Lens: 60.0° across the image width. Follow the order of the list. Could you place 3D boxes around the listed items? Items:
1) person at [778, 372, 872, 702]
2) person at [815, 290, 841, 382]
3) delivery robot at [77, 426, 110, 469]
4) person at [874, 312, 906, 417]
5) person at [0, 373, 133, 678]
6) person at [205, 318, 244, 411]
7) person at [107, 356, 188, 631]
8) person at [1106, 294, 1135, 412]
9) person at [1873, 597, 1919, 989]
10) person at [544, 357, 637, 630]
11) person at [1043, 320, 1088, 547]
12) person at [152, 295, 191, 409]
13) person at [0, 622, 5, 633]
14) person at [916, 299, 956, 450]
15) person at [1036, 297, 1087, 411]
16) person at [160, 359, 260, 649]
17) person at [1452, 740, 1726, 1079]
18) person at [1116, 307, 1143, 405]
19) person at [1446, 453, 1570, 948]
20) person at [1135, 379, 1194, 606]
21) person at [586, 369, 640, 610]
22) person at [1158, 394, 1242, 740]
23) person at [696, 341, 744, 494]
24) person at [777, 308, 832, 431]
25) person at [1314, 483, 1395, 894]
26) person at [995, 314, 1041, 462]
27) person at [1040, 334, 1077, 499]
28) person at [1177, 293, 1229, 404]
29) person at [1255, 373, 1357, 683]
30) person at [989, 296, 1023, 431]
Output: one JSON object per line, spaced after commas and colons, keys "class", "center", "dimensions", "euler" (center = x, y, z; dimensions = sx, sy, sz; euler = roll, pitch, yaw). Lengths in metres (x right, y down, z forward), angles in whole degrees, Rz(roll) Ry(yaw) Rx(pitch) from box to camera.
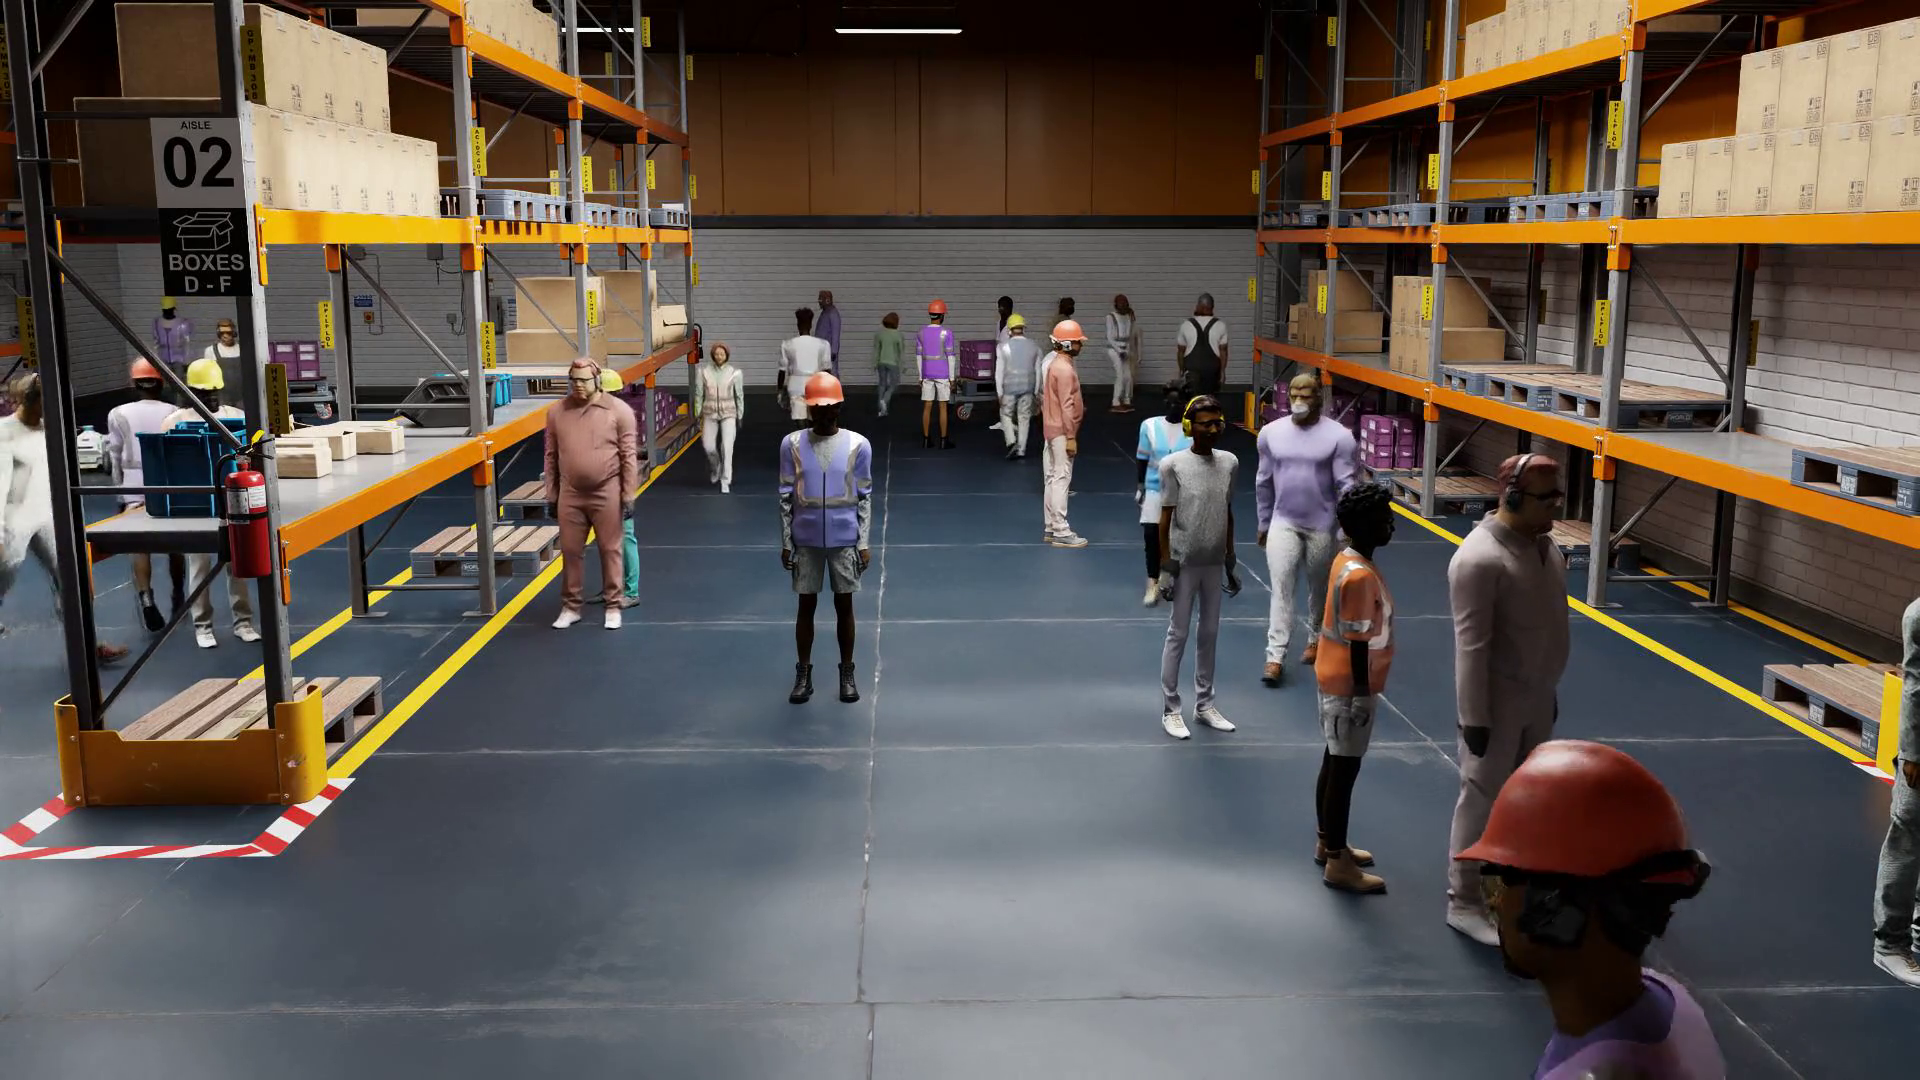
{"class": "person", "center": [-0.782, -0.010, 9.690], "dimensions": [0.544, 1.939, 0.355], "euler": [0, 10, -3]}
{"class": "person", "center": [-2.142, -3.065, 26.804], "dimensions": [0.403, 1.904, 0.652], "euler": [-4, 11, -20]}
{"class": "delivery robot", "center": [-10.061, -1.079, 19.236], "dimensions": [0.477, 0.478, 0.707], "euler": [-3, 11, -18]}
{"class": "person", "center": [-1.108, -2.676, 25.434], "dimensions": [0.559, 1.607, 0.481], "euler": [5, 11, 27]}
{"class": "person", "center": [-5.708, -0.086, 10.267], "dimensions": [0.988, 1.872, 0.722], "euler": [1, 10, 7]}
{"class": "person", "center": [-8.199, -1.591, 18.802], "dimensions": [0.529, 1.826, 0.441], "euler": [-7, 12, -33]}
{"class": "person", "center": [-5.588, -0.322, 11.546], "dimensions": [0.537, 1.903, 0.850], "euler": [-5, 11, -24]}
{"class": "person", "center": [2.565, -2.927, 26.167], "dimensions": [0.595, 1.858, 0.495], "euler": [-8, 13, -37]}
{"class": "person", "center": [3.595, 0.745, 6.025], "dimensions": [0.489, 1.744, 0.295], "euler": [-5, 11, -26]}
{"class": "person", "center": [-2.568, -0.320, 11.534], "dimensions": [0.656, 1.898, 0.403], "euler": [1, 10, 4]}
{"class": "person", "center": [0.925, -0.942, 14.716], "dimensions": [0.383, 1.996, 0.609], "euler": [-1, 10, -8]}
{"class": "person", "center": [-11.644, -2.672, 24.607], "dimensions": [0.587, 1.905, 0.477], "euler": [0, 10, -1]}
{"class": "person", "center": [-6.863, -0.342, 11.244], "dimensions": [0.605, 2.045, 0.386], "euler": [4, 11, 21]}
{"class": "person", "center": [-0.297, -2.136, 21.537], "dimensions": [0.548, 1.938, 0.358], "euler": [5, 11, 25]}
{"class": "person", "center": [1.600, -2.931, 26.303], "dimensions": [0.771, 1.820, 0.629], "euler": [-1, 10, -7]}
{"class": "person", "center": [-4.941, -0.241, 11.032], "dimensions": [0.581, 1.919, 0.391], "euler": [-9, 14, -42]}
{"class": "person", "center": [0.902, 1.288, 2.304], "dimensions": [0.553, 2.009, 0.666], "euler": [5, 11, 26]}
{"class": "person", "center": [2.730, -2.992, 27.171], "dimensions": [0.498, 1.622, 0.417], "euler": [1, 10, 7]}
{"class": "person", "center": [2.123, 0.606, 6.388], "dimensions": [0.648, 1.899, 0.398], "euler": [-10, 14, -43]}
{"class": "person", "center": [1.546, -0.336, 12.210], "dimensions": [0.562, 1.677, 0.632], "euler": [3, 11, 15]}
{"class": "person", "center": [-2.553, -0.372, 12.186], "dimensions": [0.311, 1.768, 0.524], "euler": [-8, 13, -39]}
{"class": "person", "center": [1.306, 0.140, 9.045], "dimensions": [0.518, 1.871, 0.325], "euler": [-5, 11, -27]}
{"class": "person", "center": [-2.570, -1.325, 17.852], "dimensions": [0.519, 1.624, 0.450], "euler": [0, 10, -1]}
{"class": "person", "center": [-1.817, -1.742, 19.416], "dimensions": [0.623, 1.913, 0.998], "euler": [-3, 10, -14]}
{"class": "person", "center": [1.645, 0.601, 6.953], "dimensions": [0.322, 1.696, 0.536], "euler": [1, 10, 8]}
{"class": "person", "center": [0.702, -1.844, 20.248], "dimensions": [0.594, 1.812, 0.420], "euler": [-2, 10, -12]}
{"class": "person", "center": [1.055, -1.341, 17.418], "dimensions": [0.404, 1.827, 0.588], "euler": [4, 11, 23]}
{"class": "person", "center": [3.293, -2.380, 22.604], "dimensions": [0.689, 2.000, 0.996], "euler": [3, 11, 14]}
{"class": "person", "center": [2.119, -0.088, 10.280], "dimensions": [0.647, 1.885, 1.009], "euler": [5, 11, 24]}
{"class": "person", "center": [0.689, -2.508, 23.673], "dimensions": [0.392, 1.914, 0.587], "euler": [-6, 12, -31]}
